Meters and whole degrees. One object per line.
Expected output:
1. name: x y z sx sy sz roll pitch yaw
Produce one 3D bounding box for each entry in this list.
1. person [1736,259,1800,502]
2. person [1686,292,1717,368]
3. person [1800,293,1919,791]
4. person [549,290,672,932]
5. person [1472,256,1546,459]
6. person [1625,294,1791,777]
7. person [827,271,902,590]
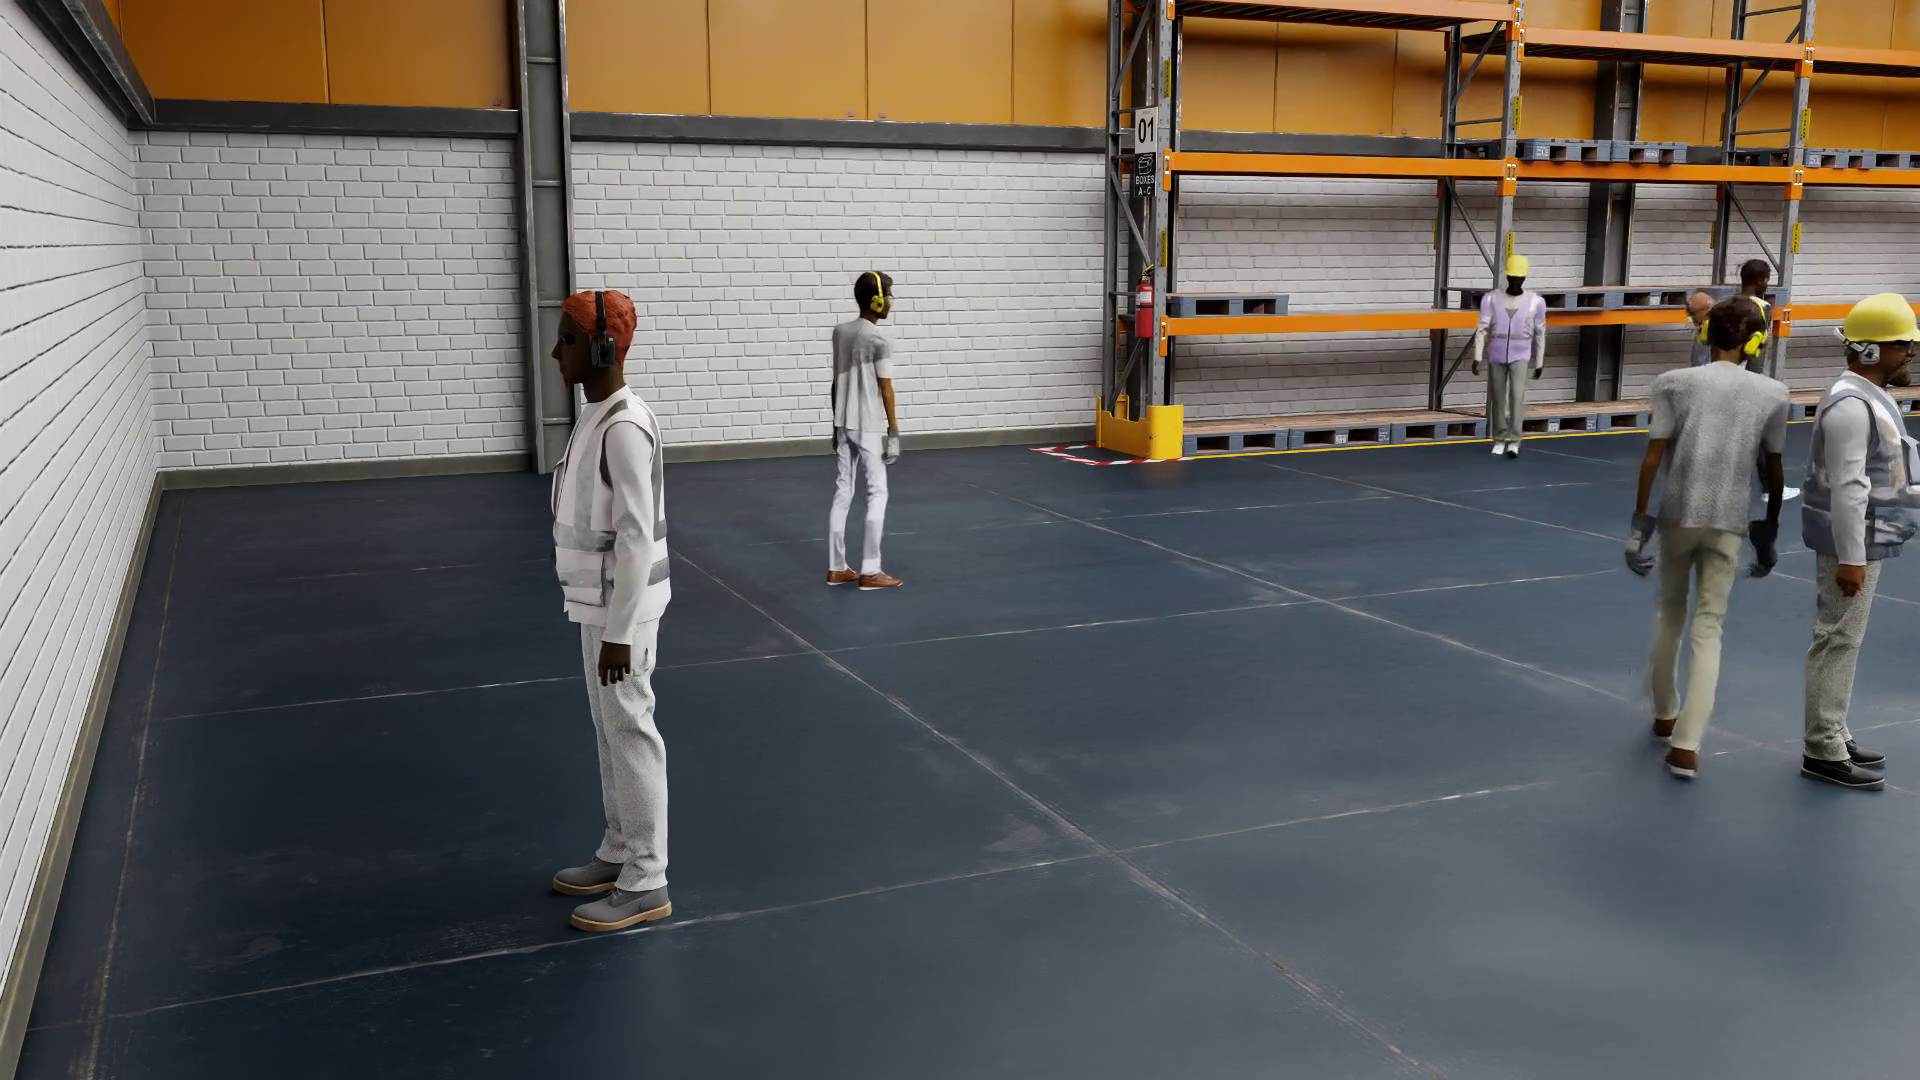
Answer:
1. person: 6.151 -1.219 12.896 0.907 1.876 0.609 -2 10 -13
2. person: 6.098 -1.227 13.666 0.346 1.611 0.562 4 11 21
3. person: 3.374 0.001 6.236 0.403 1.833 0.590 6 12 31
4. person: -1.044 0.208 4.945 0.355 1.883 0.575 -4 11 -21
5. person: 5.124 -1.694 15.549 0.607 1.881 0.962 5 11 24
6. person: 2.890 -0.035 6.475 0.545 1.815 0.882 4 11 23
7. person: -0.571 -0.636 9.747 0.511 1.858 0.373 10 14 44
